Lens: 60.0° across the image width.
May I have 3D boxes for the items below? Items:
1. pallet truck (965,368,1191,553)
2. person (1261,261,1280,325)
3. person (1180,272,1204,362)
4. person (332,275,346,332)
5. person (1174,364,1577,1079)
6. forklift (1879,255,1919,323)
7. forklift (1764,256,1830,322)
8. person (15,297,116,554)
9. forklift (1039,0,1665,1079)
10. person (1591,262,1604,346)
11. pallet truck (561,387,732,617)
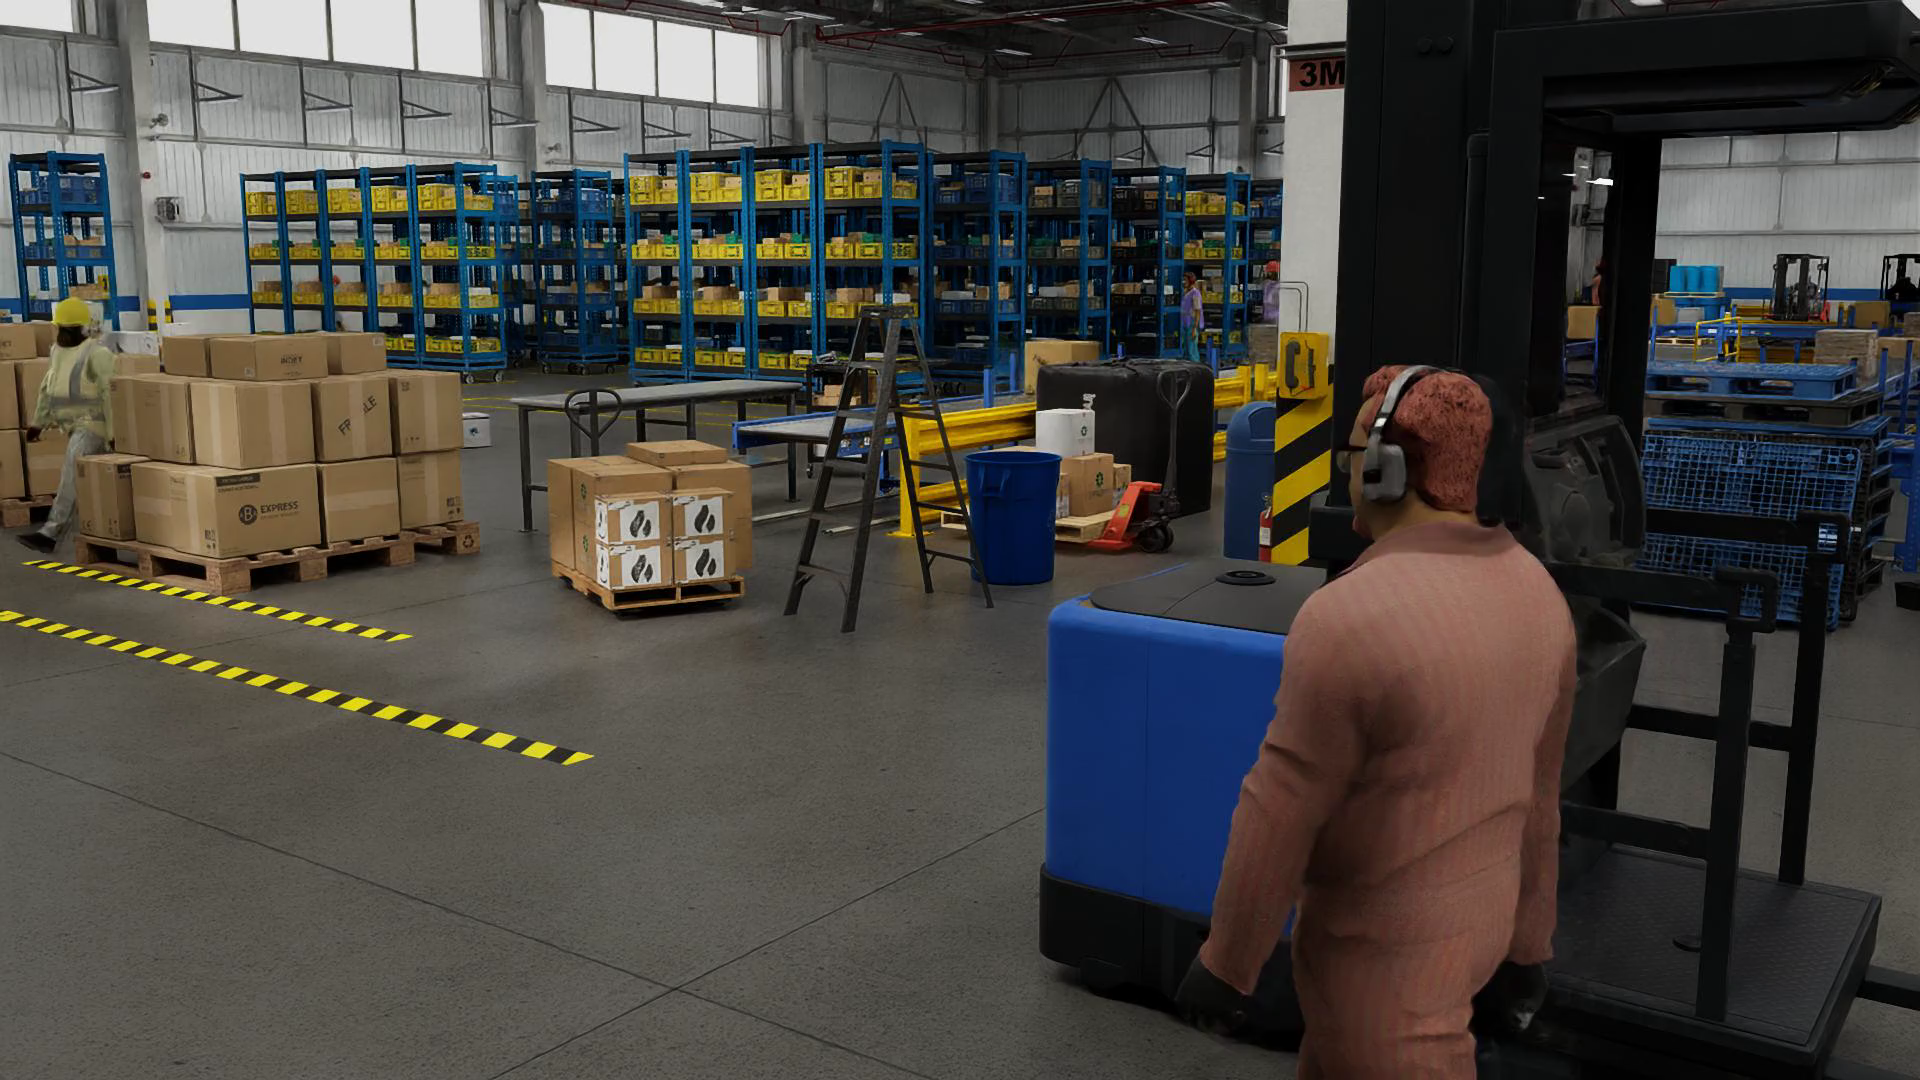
[{"bbox_3d":[0.845,-0.609,11.869,1.630,1.274,0.653,7,12,35],"label":"pallet truck"},{"bbox_3d":[5.684,-4.022,30.028,0.558,2.025,0.636,-4,10,-23],"label":"person"},{"bbox_3d":[3.755,-3.418,26.977,0.373,1.843,0.572,-1,10,-9],"label":"person"},{"bbox_3d":[-12.924,-4.568,34.192,0.570,1.729,0.747,8,13,41],"label":"person"},{"bbox_3d":[0.725,0.645,2.738,0.985,1.867,0.636,9,13,44],"label":"person"},{"bbox_3d":[22.089,-5.634,38.796,1.157,1.987,2.680,6,11,33],"label":"forklift"},{"bbox_3d":[20.253,-5.854,40.139,1.157,1.987,2.680,7,12,35],"label":"forklift"},{"bbox_3d":[-6.188,-0.798,11.623,0.609,1.764,0.939,7,12,37],"label":"person"},{"bbox_3d":[1.249,-0.137,4.360,1.873,2.768,1.129,7,12,35],"label":"forklift"},{"bbox_3d":[15.167,-5.581,39.405,0.382,1.994,0.623,0,10,-1],"label":"person"},{"bbox_3d":[-1.981,-0.274,10.088,0.680,1.201,1.601,-5,11,-28],"label":"pallet truck"}]
